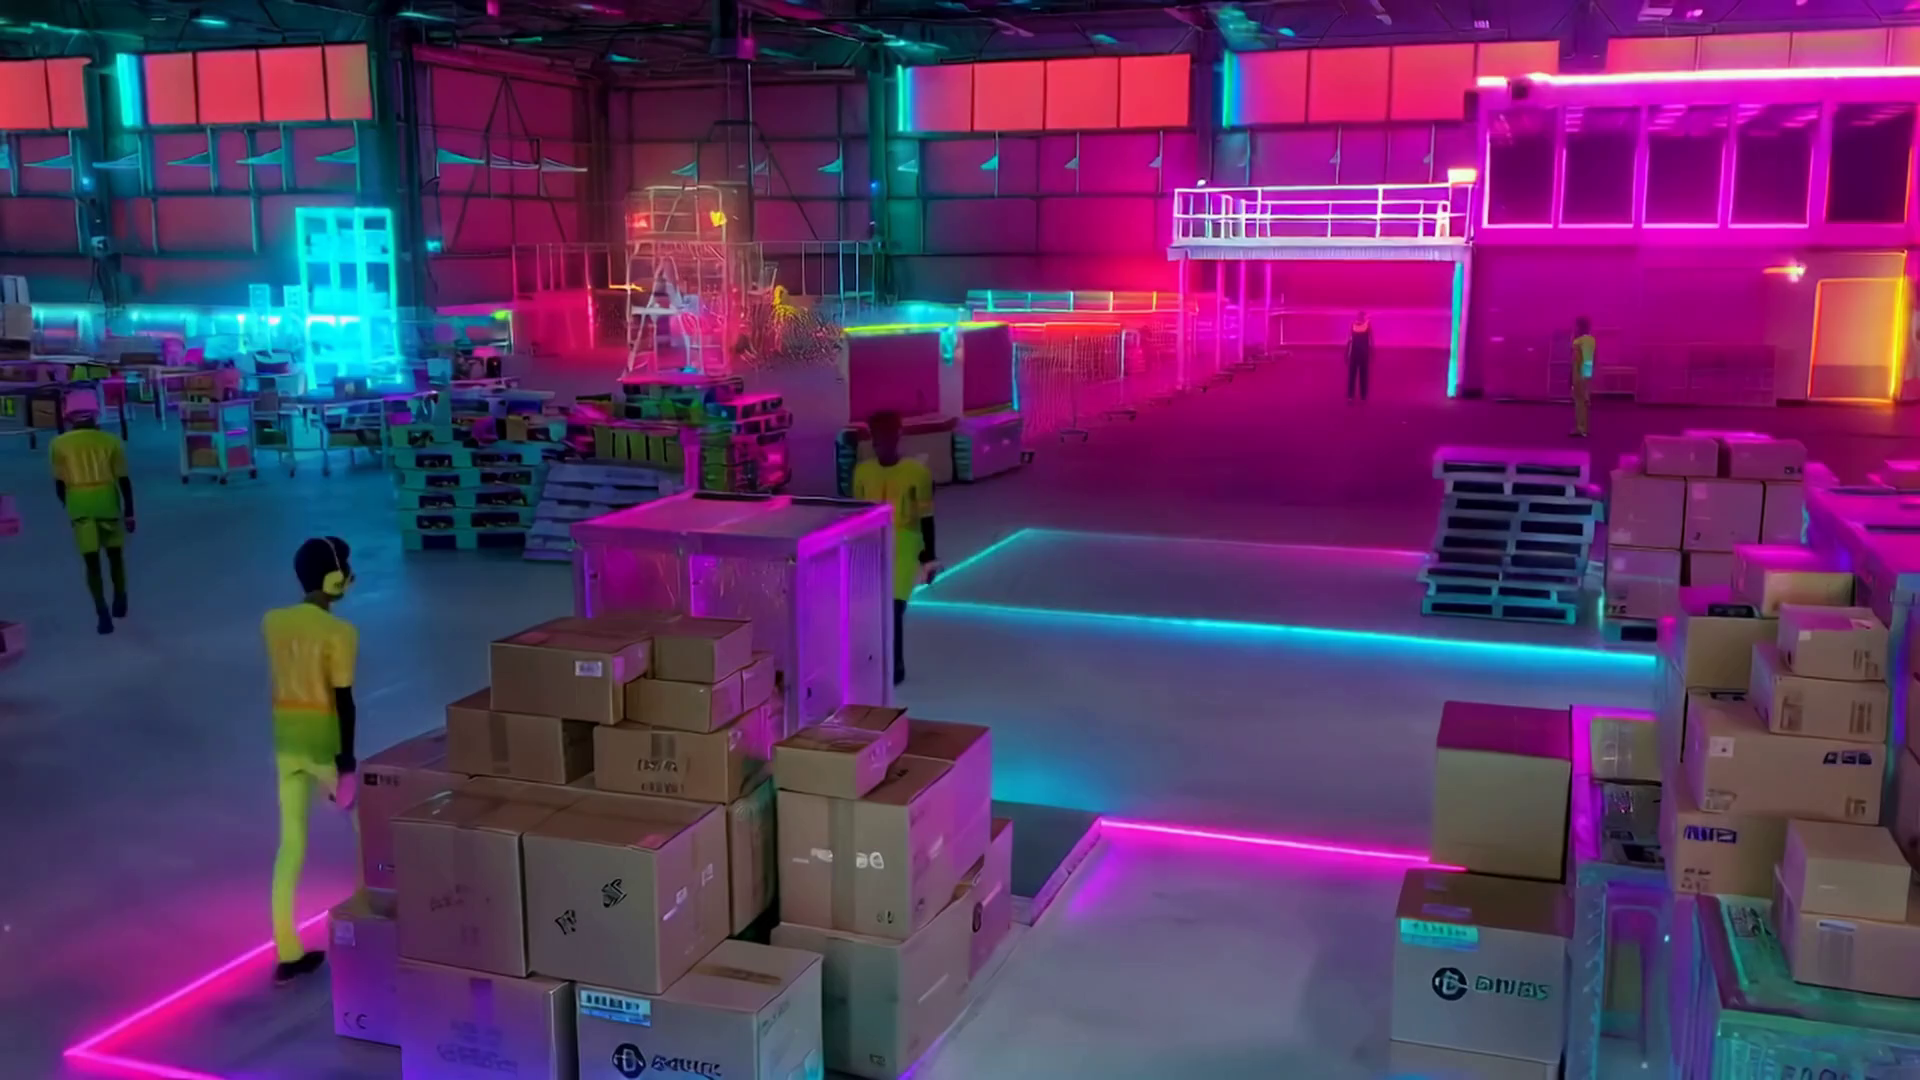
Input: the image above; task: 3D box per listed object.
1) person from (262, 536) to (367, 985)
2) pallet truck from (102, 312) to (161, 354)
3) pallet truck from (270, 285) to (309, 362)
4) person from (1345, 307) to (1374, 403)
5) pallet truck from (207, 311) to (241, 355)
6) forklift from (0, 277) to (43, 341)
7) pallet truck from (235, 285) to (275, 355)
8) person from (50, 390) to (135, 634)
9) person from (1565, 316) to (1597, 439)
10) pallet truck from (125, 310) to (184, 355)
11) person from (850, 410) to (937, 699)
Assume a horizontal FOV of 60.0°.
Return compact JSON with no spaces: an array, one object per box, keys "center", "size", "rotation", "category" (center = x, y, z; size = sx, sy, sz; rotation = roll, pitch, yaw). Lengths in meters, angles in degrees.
[{"center":[-2.676,0.887,7.069],"size":[0.540,1.826,0.895],"rotation":[3,10,14],"category":"person"},{"center":[-23.057,-5.777,46.261],"size":[0.680,1.201,1.601],"rotation":[3,11,19],"category":"pallet truck"},{"center":[-17.147,-5.700,43.663],"size":[0.823,1.965,1.885],"rotation":[3,11,17],"category":"pallet truck"},{"center":[7.655,-3.537,31.916],"size":[0.509,1.842,0.329],"rotation":[4,11,21],"category":"person"},{"center":[-19.537,-5.575,44.913],"size":[0.653,1.274,1.630],"rotation":[3,11,19],"category":"pallet truck"},{"center":[-27.151,-6.329,46.328],"size":[1.157,1.987,2.680],"rotation":[3,11,17],"category":"forklift"},{"center":[-18.327,-5.835,44.421],"size":[0.823,1.965,1.885],"rotation":[4,11,23],"category":"pallet truck"},{"center":[-6.895,-0.246,13.245],"size":[0.539,1.883,0.951],"rotation":[-5,11,-28],"category":"person"},{"center":[9.780,-2.538,26.080],"size":[0.371,1.916,0.597],"rotation":[9,13,41],"category":"person"},{"center":[-22.038,-5.665,45.457],"size":[0.704,1.261,1.522],"rotation":[3,11,17],"category":"pallet truck"},{"center":[-0.525,0.110,11.100],"size":[0.626,1.934,0.802],"rotation":[6,12,29],"category":"person"}]
